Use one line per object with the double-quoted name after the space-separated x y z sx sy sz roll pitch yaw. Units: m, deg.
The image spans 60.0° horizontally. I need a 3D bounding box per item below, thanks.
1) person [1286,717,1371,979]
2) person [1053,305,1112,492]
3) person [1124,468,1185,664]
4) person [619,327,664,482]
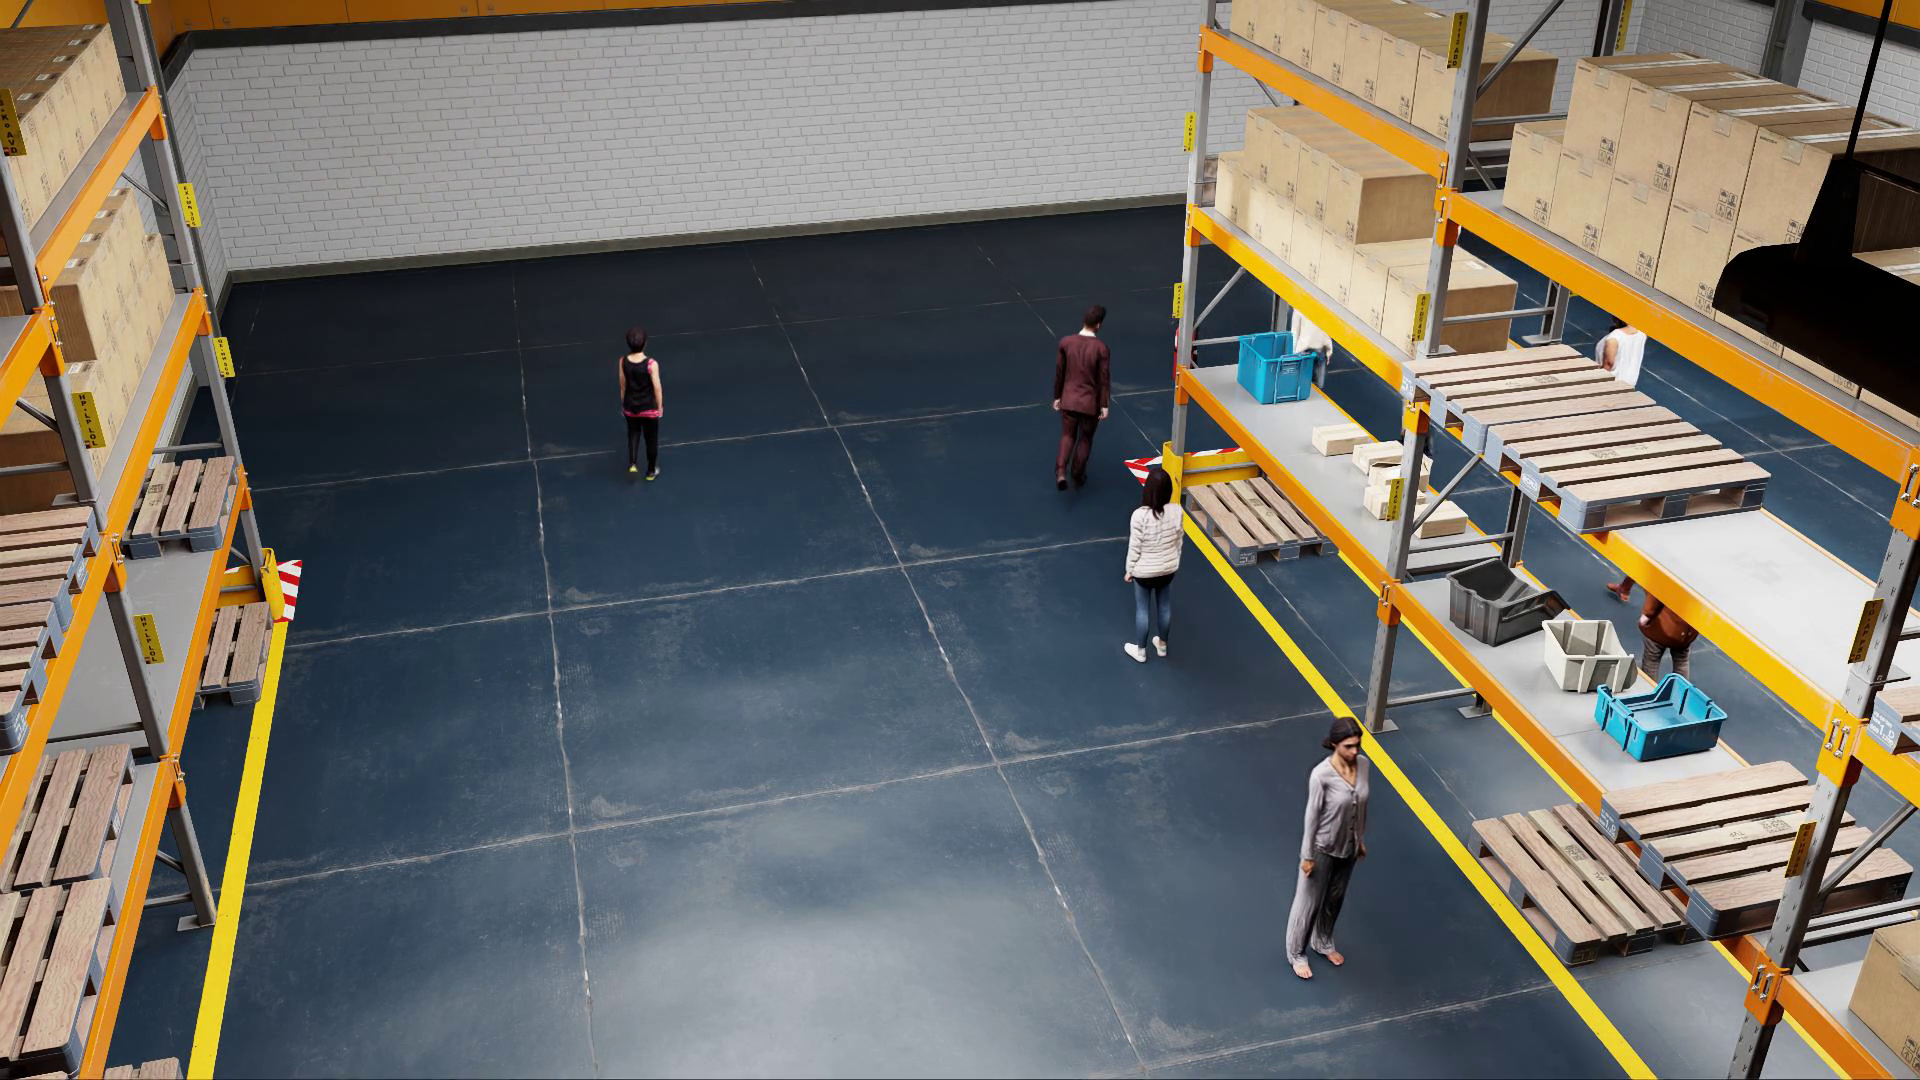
2.179 1.785 9.784 0.639 1.773 0.596 -14 32 -24 "person"
1.097 -1.233 15.253 0.968 1.835 1.048 10 30 18 "person"
1.499 0.190 12.849 0.630 1.638 0.569 -10 30 -18 "person"
-3.009 -1.235 15.562 0.701 1.544 0.783 4 29 8 "person"
